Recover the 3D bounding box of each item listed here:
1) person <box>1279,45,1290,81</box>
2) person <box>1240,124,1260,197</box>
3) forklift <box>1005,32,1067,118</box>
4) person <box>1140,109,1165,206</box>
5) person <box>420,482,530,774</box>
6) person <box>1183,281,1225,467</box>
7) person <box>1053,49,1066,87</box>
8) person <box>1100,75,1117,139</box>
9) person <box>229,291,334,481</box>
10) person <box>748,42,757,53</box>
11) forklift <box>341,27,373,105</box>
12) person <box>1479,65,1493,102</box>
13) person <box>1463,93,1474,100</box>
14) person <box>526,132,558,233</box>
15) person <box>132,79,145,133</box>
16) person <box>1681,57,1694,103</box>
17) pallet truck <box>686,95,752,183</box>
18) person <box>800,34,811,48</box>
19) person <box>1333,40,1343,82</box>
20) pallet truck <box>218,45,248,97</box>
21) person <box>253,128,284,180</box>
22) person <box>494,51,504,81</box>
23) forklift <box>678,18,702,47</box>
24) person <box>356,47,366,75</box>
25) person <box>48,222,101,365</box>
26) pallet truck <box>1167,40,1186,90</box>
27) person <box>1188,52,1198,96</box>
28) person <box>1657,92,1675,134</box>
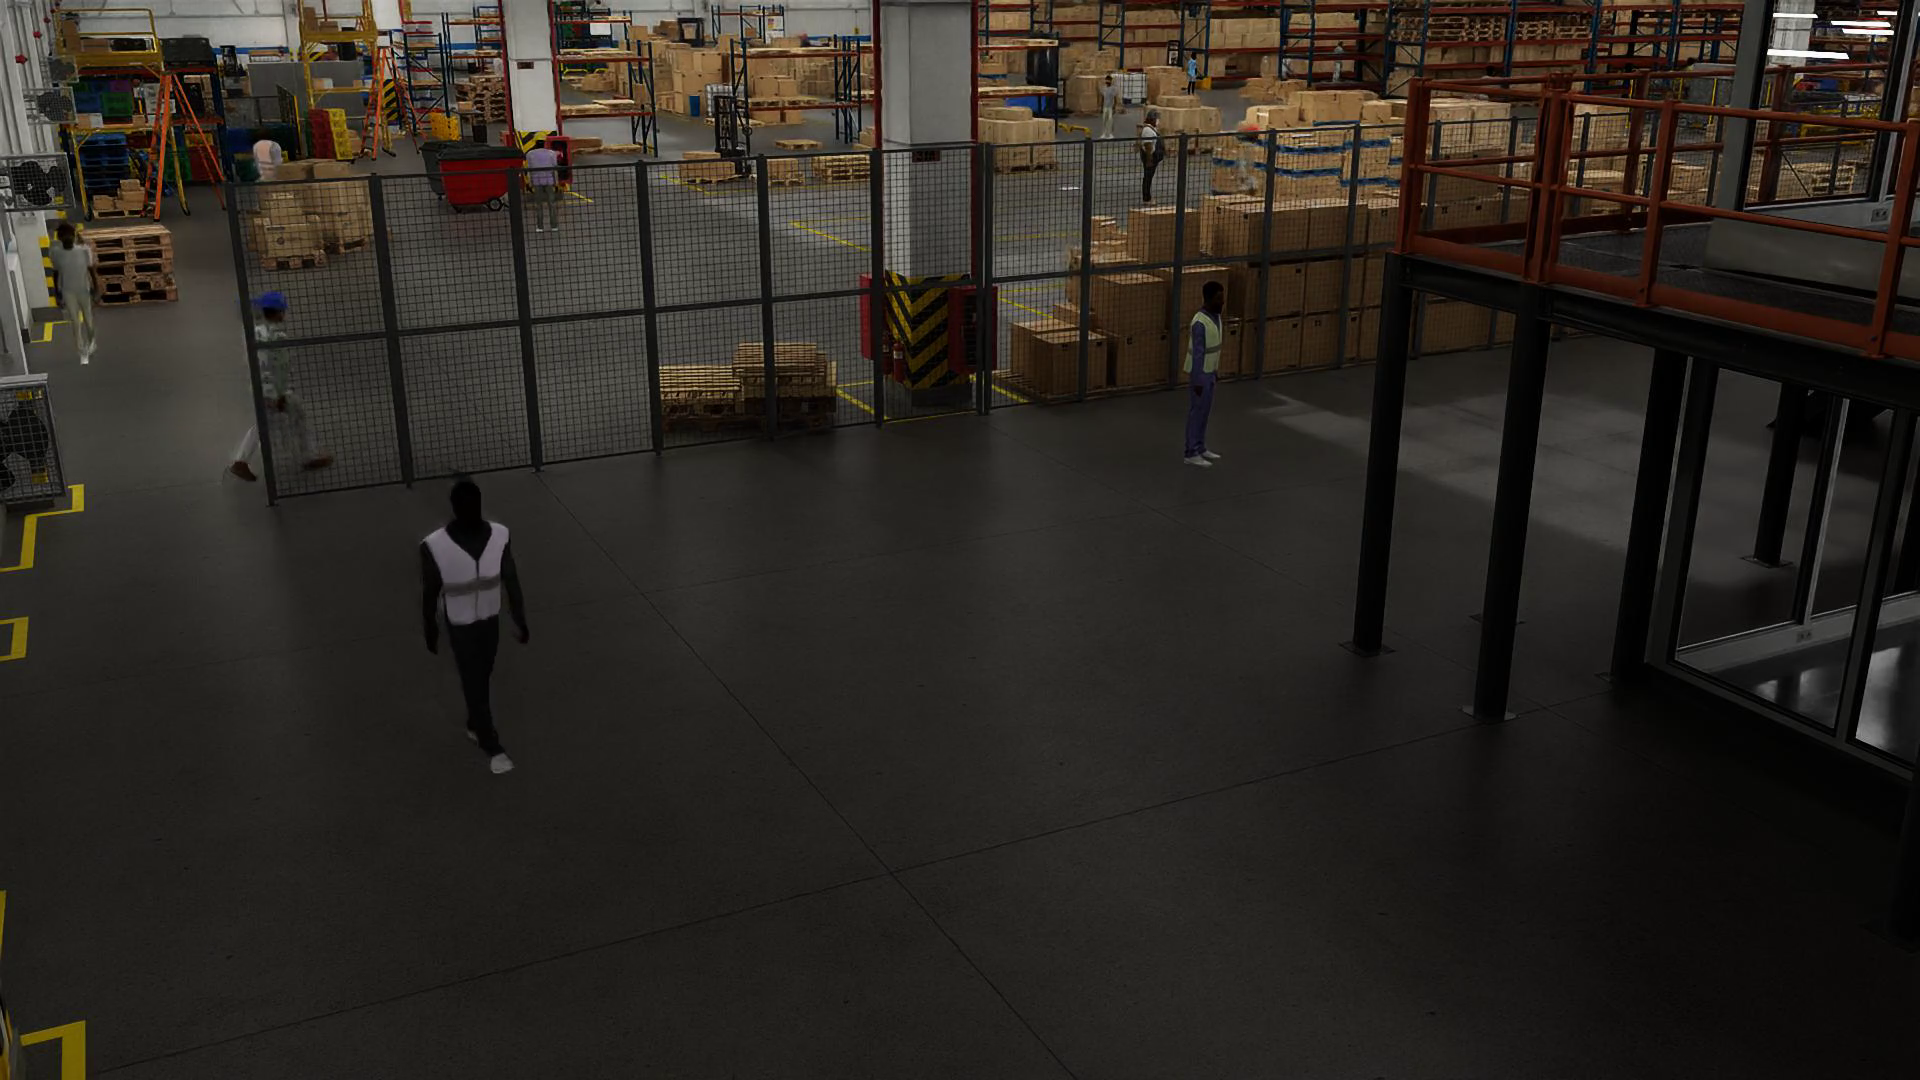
[{"bbox_3d":[12.970,-18.827,66.682,0.370,1.930,0.555,-11,22,-28],"label":"person"},{"bbox_3d":[5.814,-7.457,33.743,0.686,1.921,0.570,17,25,40],"label":"person"},{"bbox_3d":[2.537,-15.609,55.919,1.873,2.768,1.129,-9,21,-25],"label":"forklift"},{"bbox_3d":[4.156,-8.254,35.865,0.536,2.000,0.688,3,19,8],"label":"person"},{"bbox_3d":[-3.037,0.549,10.603,0.953,1.870,0.607,18,26,42],"label":"person"},{"bbox_3d":[2.500,-1.713,17.105,0.383,1.914,0.595,8,21,23],"label":"person"},{"bbox_3d":[4.071,-20.342,71.288,0.985,1.801,0.625,-8,20,-21],"label":"person"},{"bbox_3d":[4.437,-12.939,49.730,0.512,1.859,0.321,14,23,34],"label":"person"},{"bbox_3d":[-6.890,-1.532,16.617,0.610,1.903,1.018,14,23,34],"label":"person"},{"bbox_3d":[-8.688,-19.853,69.687,0.656,1.908,0.457,-7,20,-19],"label":"person"},{"bbox_3d":[-22.275,-17.346,60.954,1.873,2.768,1.129,-9,21,-25],"label":"forklift"},{"bbox_3d":[16.750,-14.110,52.953,0.363,1.965,0.604,-5,20,-15],"label":"person"},{"bbox_3d":[15.685,-13.333,51.236,0.740,1.616,0.522,15,24,37],"label":"person"},{"bbox_3d":[-8.076,-6.922,32.194,0.584,1.918,0.405,-7,20,-20],"label":"person"},{"bbox_3d":[-25.371,-13.402,51.413,0.522,1.632,0.313,5,20,13],"label":"person"},{"bbox_3d":[27.595,-17.420,62.952,0.317,1.695,0.540,1,19,2],"label":"person"},{"bbox_3d":[-5.836,-9.608,39.856,0.823,1.965,1.885,10,22,27],"label":"pallet truck"},{"bbox_3d":[-7.135,-22.530,77.407,0.636,1.931,1.023,-13,23,-34],"label":"person"},{"bbox_3d":[16.239,-20.448,71.366,0.370,1.940,0.627,-4,19,-11],"label":"person"},{"bbox_3d":[-28.879,-18.665,66.111,0.823,1.965,1.885,-3,19,-9],"label":"pallet truck"},{"bbox_3d":[-14.032,-7.512,34.065,0.654,1.802,0.901,4,19,10],"label":"person"},{"bbox_3d":[-17.236,-17.367,62.457,0.399,1.933,0.668,-15,24,-38],"label":"person"},{"bbox_3d":[-11.690,-21.268,72.321,1.129,2.768,1.873,1,19,3],"label":"forklift"},{"bbox_3d":[-23.925,-18.657,66.233,0.644,1.898,0.628,-2,19,-6],"label":"person"},{"bbox_3d":[-11.485,-3.231,21.607,0.531,1.848,0.626,-9,21,-25],"label":"person"},{"bbox_3d":[9.045,-19.971,69.895,0.823,1.965,1.885,-3,19,-8],"label":"pallet truck"},{"bbox_3d":[9.254,-18.495,66.070,0.316,1.696,0.540,-10,21,-27],"label":"person"},{"bbox_3d":[19.823,-11.759,46.684,0.545,1.594,0.784,0,19,-1],"label":"person"}]
